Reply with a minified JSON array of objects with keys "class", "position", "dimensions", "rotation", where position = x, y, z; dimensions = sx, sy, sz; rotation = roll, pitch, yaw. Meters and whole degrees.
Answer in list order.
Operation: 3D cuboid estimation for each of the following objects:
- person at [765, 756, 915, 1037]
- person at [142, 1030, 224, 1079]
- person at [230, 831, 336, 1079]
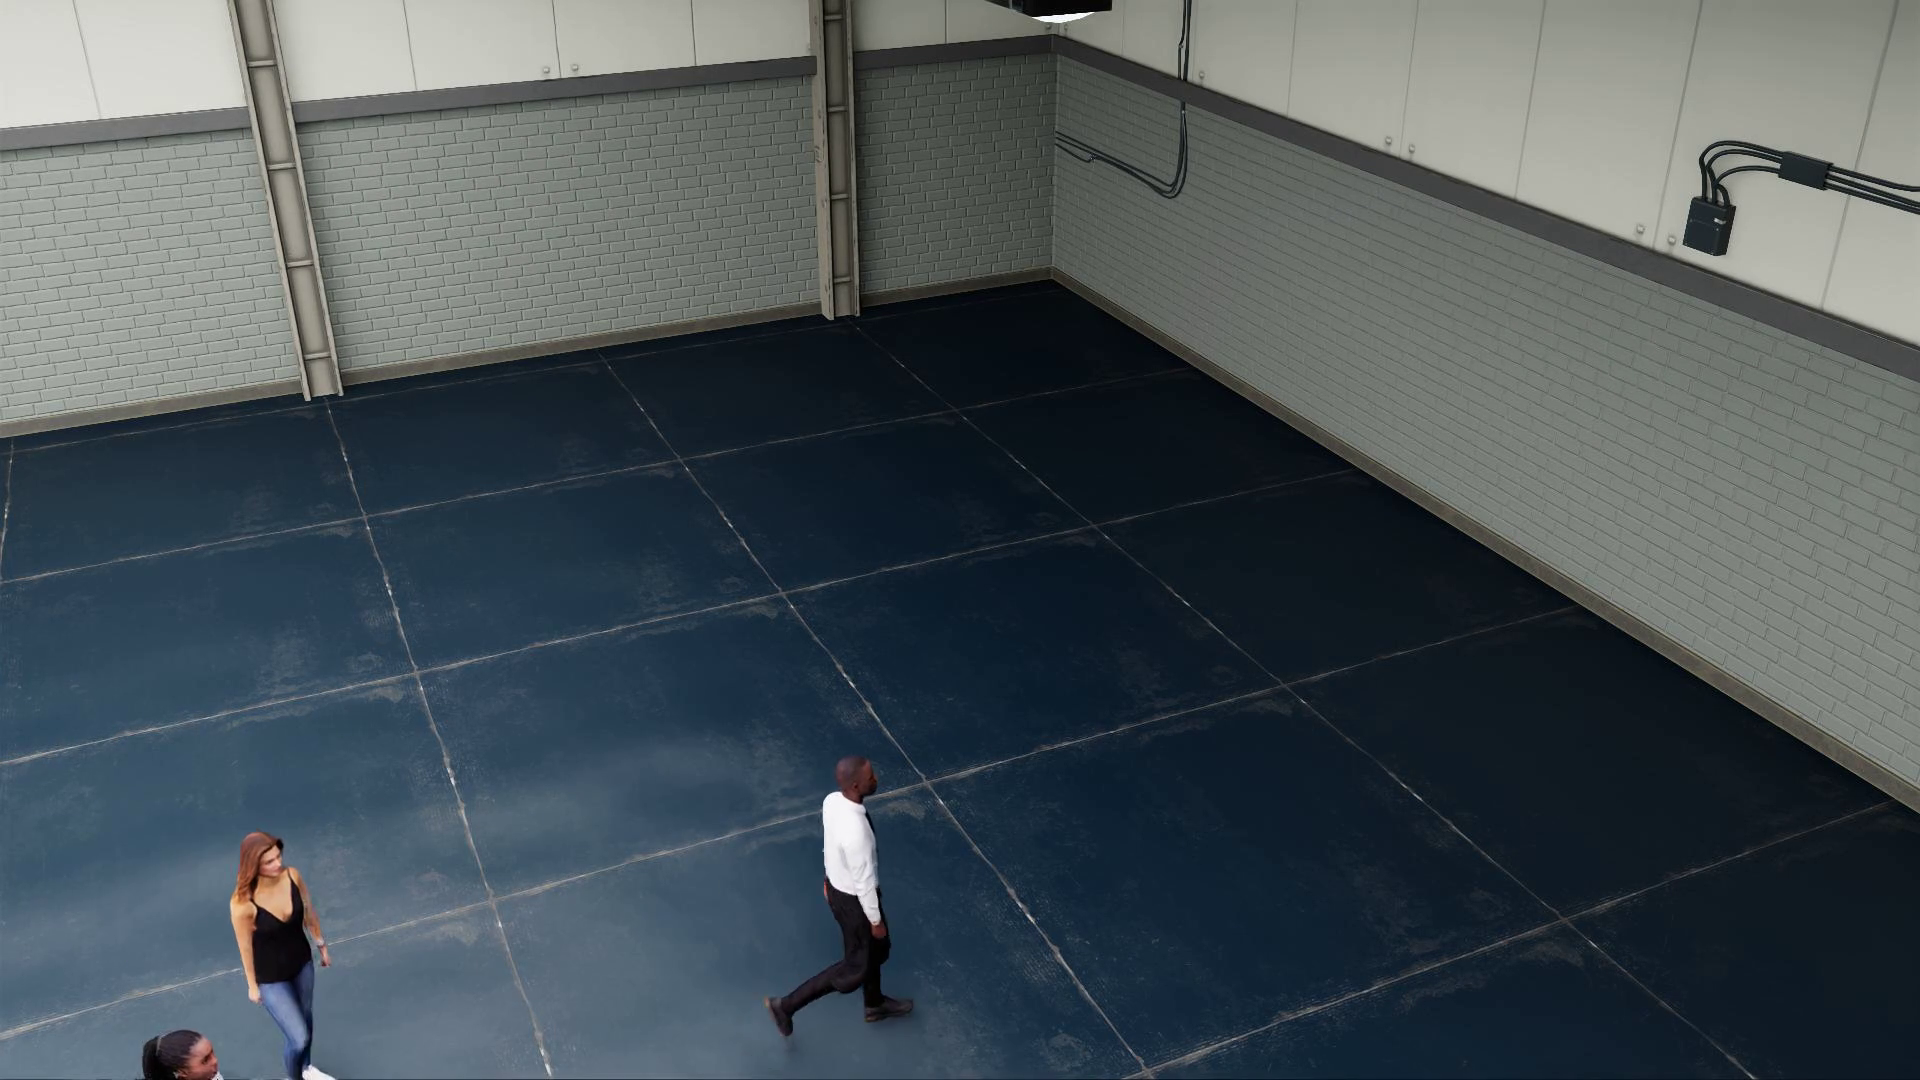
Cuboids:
[{"class":"person","position":[-0.673,1.993,9.051],"dimensions":[1.132,1.810,0.767],"rotation":[-7,28,-14]},{"class":"person","position":[-3.438,2.877,7.449],"dimensions":[0.998,1.704,0.780],"rotation":[-3,27,-6]},{"class":"person","position":[-3.607,2.219,8.721],"dimensions":[0.773,1.710,0.706],"rotation":[12,30,23]}]
